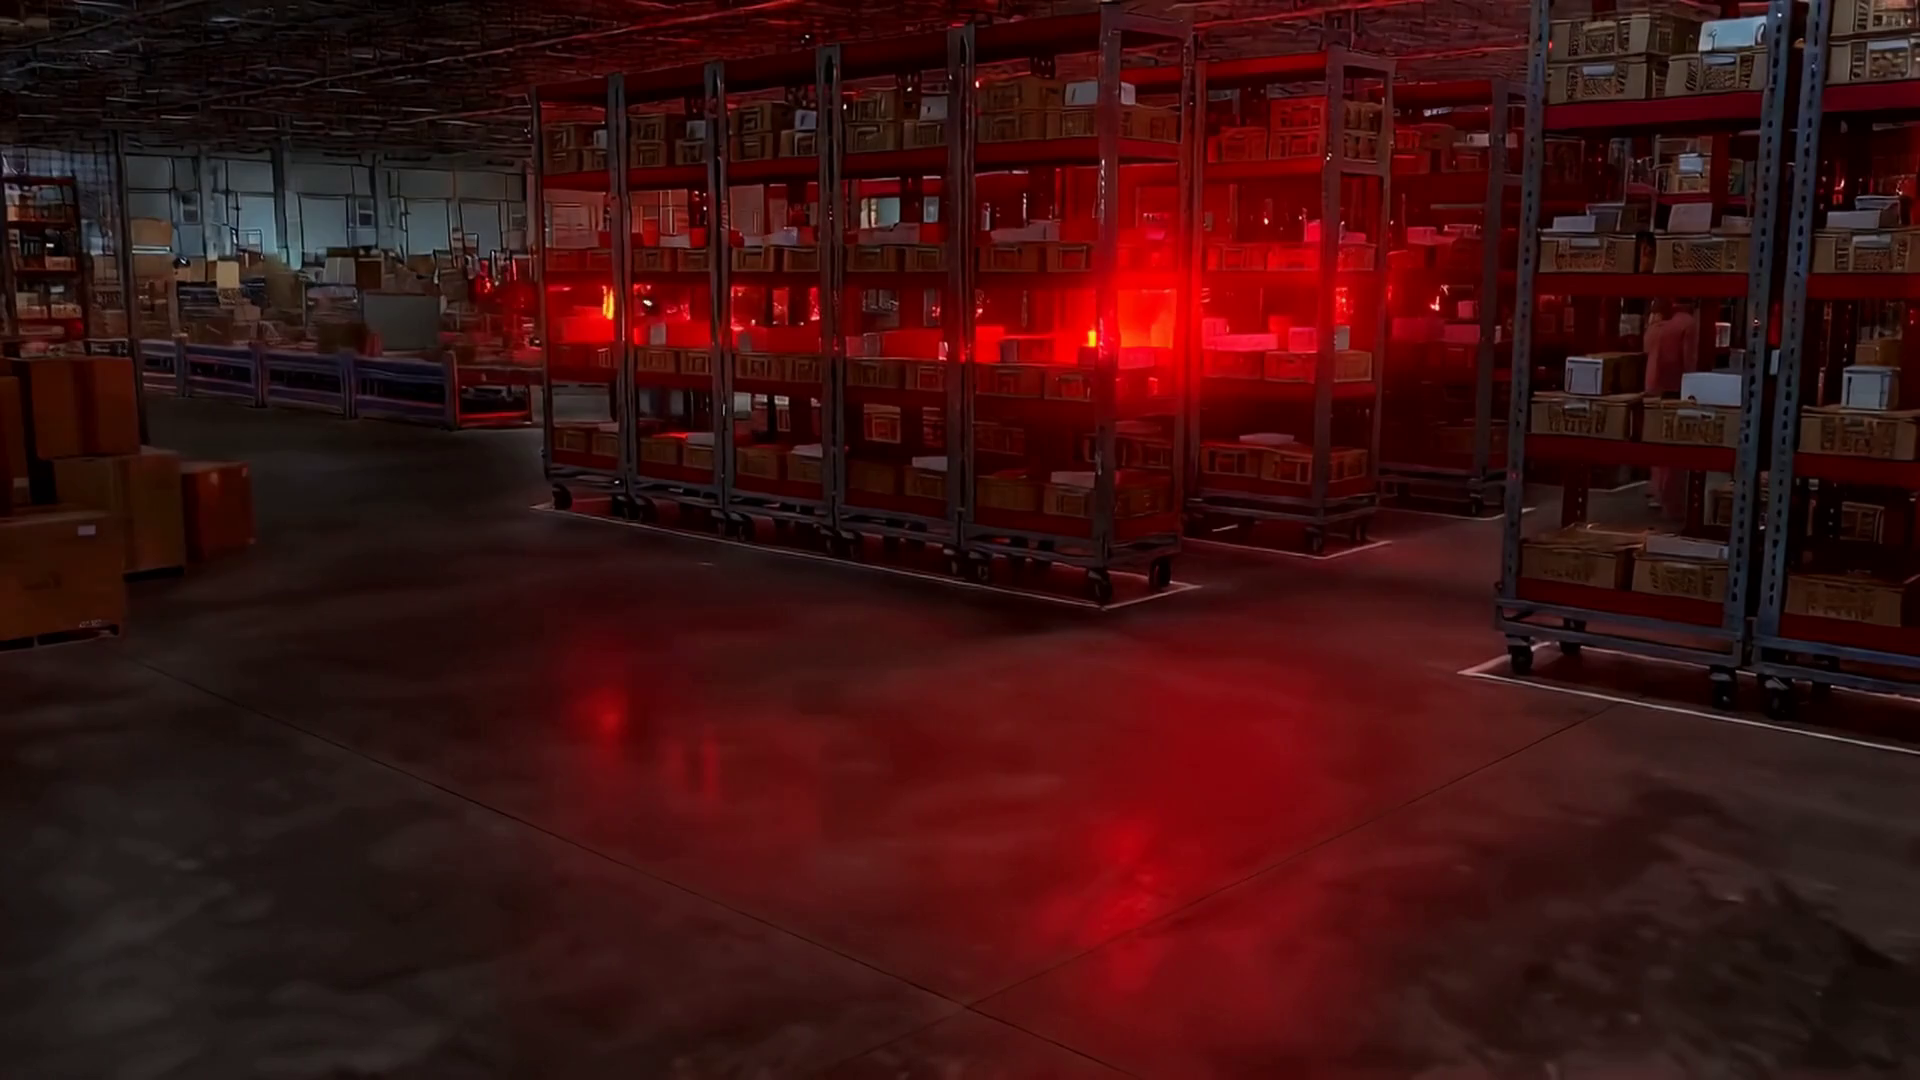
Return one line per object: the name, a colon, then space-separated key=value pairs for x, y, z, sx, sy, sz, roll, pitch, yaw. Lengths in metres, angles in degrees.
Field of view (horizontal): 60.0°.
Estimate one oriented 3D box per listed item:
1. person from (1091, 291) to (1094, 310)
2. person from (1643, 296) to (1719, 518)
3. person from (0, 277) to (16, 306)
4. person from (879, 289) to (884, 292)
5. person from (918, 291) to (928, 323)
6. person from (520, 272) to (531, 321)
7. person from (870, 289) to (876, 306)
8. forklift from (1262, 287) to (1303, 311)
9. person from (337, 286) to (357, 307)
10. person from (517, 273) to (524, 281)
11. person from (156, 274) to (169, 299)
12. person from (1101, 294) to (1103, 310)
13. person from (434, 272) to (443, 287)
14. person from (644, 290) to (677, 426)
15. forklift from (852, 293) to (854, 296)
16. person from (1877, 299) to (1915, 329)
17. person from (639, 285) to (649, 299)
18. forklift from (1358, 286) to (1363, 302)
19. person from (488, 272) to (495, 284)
person: x=4.509 y=-7.904 z=55.910 sx=0.875 sy=1.729 sz=0.521 roll=-1 pitch=9 yaw=-5
person: x=5.980 y=-1.173 z=13.866 sx=0.609 sy=1.988 sz=0.392 roll=3 pitch=10 yaw=19
person: x=-36.814 y=-9.346 z=64.359 sx=0.583 sy=1.864 sz=0.585 roll=-2 pitch=9 yaw=-11
person: x=-3.658 y=-11.261 z=75.883 sx=0.371 sy=1.935 sz=0.627 roll=-1 pitch=9 yaw=-6
person: x=-1.027 y=-5.628 z=41.713 sx=0.403 sy=1.819 sz=0.599 roll=-4 pitch=10 yaw=-21
person: x=-17.109 y=-9.601 z=65.653 sx=0.423 sy=1.946 sz=0.627 roll=-8 pitch=12 yaw=-41
person: x=-3.706 y=-10.309 z=71.078 sx=0.770 sy=1.600 sz=0.527 roll=-1 pitch=9 yaw=-4
forklift: x=10.769 y=-8.203 z=54.240 sx=1.129 sy=2.768 sz=1.873 roll=8 pitch=12 yaw=42
person: x=-19.201 y=-7.422 z=52.210 sx=0.649 sy=1.972 sz=0.535 roll=-3 pitch=10 yaw=-17
person: x=-21.420 y=-12.115 z=81.371 sx=0.540 sy=1.882 sz=0.388 roll=-4 pitch=10 yaw=-24
person: x=-35.147 y=-10.793 z=73.319 sx=0.587 sy=1.841 sz=0.963 roll=-2 pitch=10 yaw=-14
person: x=2.196 y=-2.761 z=24.347 sx=0.558 sy=1.746 sz=0.550 roll=-7 pitch=11 yaw=-35
person: x=-19.464 y=-9.041 z=62.256 sx=0.354 sy=1.939 sz=0.545 roll=-8 pitch=12 yaw=-39
person: x=-3.488 y=-1.927 z=18.970 sx=0.690 sy=1.820 sz=0.607 roll=-7 pitch=11 yaw=-36
forklift: x=-5.640 y=-11.632 z=75.263 sx=1.873 sy=2.768 sz=1.129 roll=9 pitch=13 yaw=43
person: x=10.186 y=-1.863 z=17.924 sx=0.605 sy=2.045 sz=0.377 roll=8 pitch=12 yaw=40
person: x=-11.879 y=-9.022 z=61.967 sx=1.042 sy=1.991 sz=0.615 roll=-8 pitch=12 yaw=-41
forklift: x=11.100 y=-7.017 z=46.970 sx=1.873 sy=2.768 sz=1.129 roll=9 pitch=13 yaw=43
person: x=-25.794 y=-13.833 z=91.638 sx=0.371 sy=1.940 sz=0.630 roll=-4 pitch=10 yaw=-22
